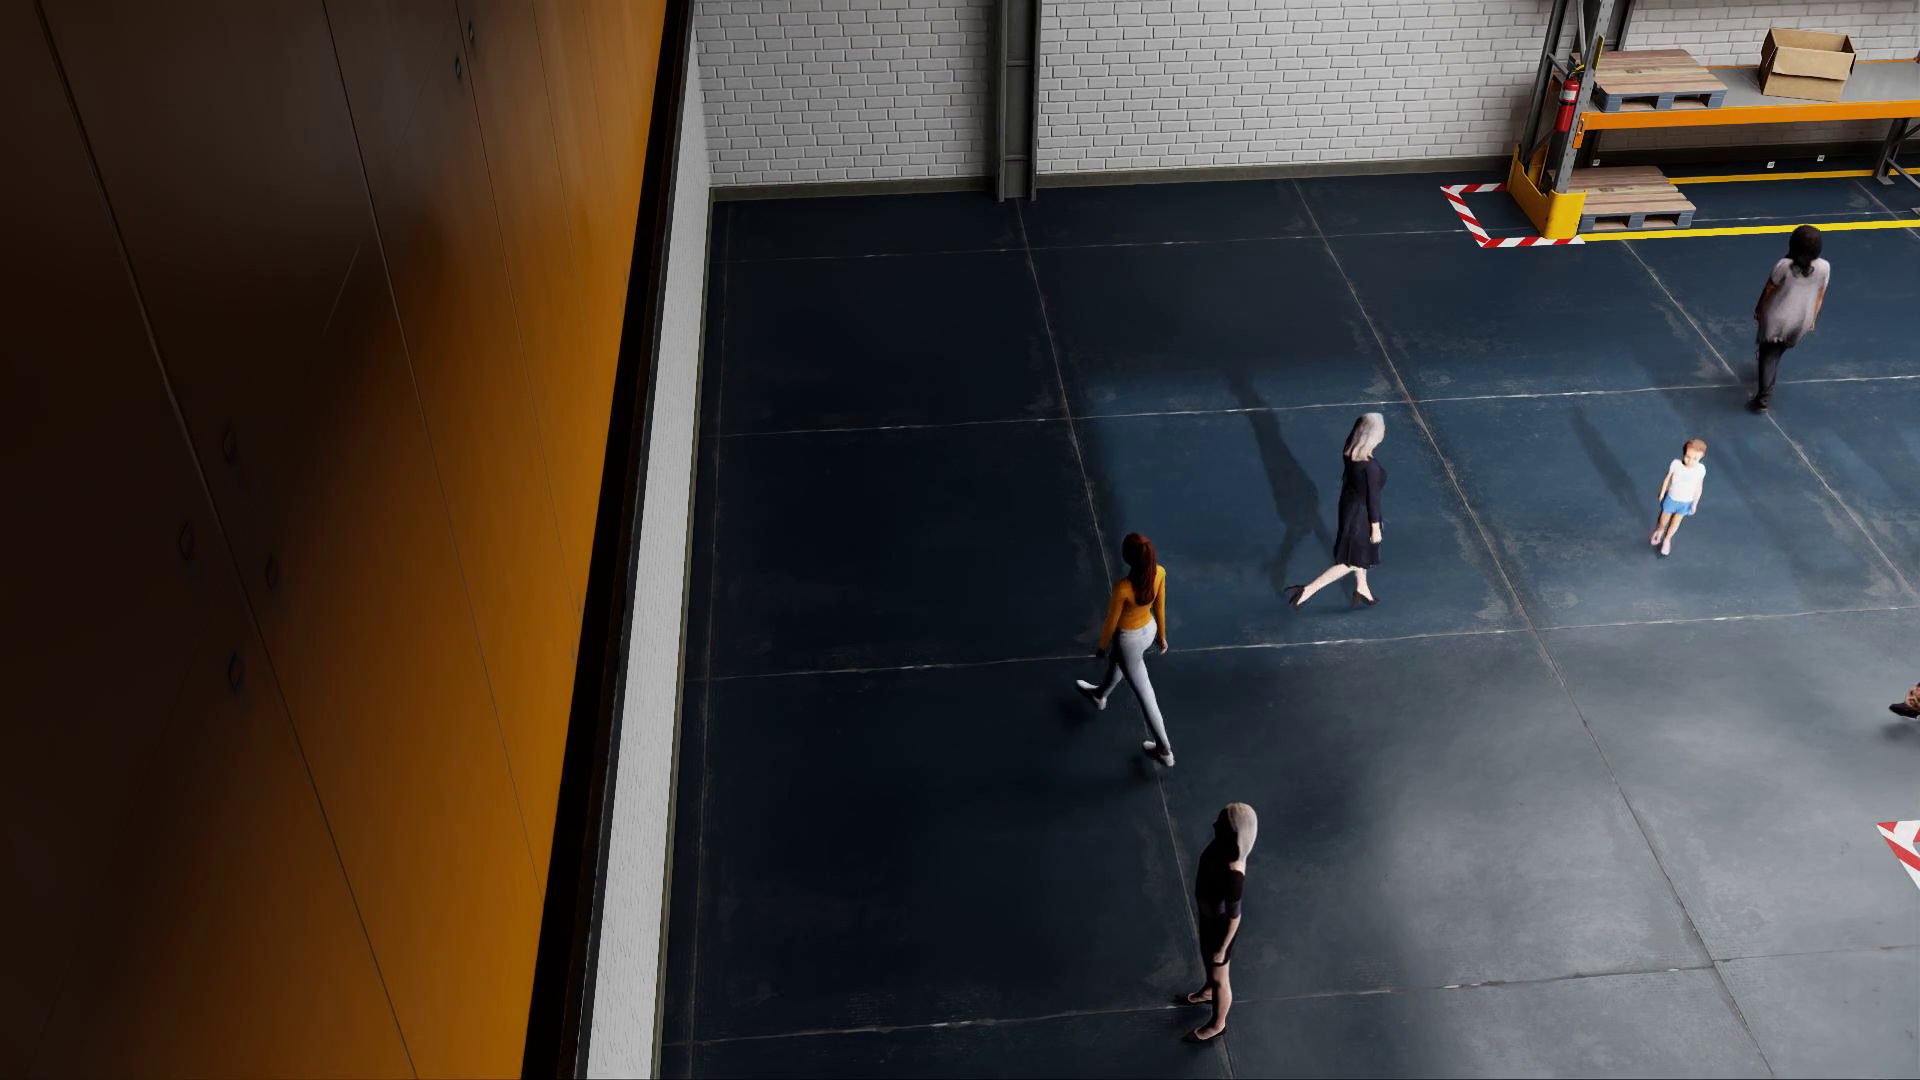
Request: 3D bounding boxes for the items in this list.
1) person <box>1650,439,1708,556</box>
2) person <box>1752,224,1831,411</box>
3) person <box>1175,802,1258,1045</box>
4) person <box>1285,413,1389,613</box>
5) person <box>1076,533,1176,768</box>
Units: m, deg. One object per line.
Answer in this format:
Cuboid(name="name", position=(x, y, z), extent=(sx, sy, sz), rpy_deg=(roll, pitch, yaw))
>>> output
Cuboid(name="person", position=(5.475, -0.365, 12.617), extent=(0.476, 1.015, 0.554), rpy_deg=(14, 41, 17))
Cuboid(name="person", position=(6.970, -1.838, 14.023), extent=(1.019, 1.563, 0.802), rpy_deg=(3, 39, 4))
Cuboid(name="person", position=(1.397, 2.051, 8.940), extent=(0.538, 1.829, 0.603), rpy_deg=(2, 39, 2))
Cuboid(name="person", position=(2.755, -0.122, 11.744), extent=(1.016, 1.726, 0.660), rpy_deg=(-7, 39, -8))
Cuboid(name="person", position=(1.178, 0.739, 10.690), extent=(1.187, 1.695, 1.118), rpy_deg=(-27, 46, -29))
